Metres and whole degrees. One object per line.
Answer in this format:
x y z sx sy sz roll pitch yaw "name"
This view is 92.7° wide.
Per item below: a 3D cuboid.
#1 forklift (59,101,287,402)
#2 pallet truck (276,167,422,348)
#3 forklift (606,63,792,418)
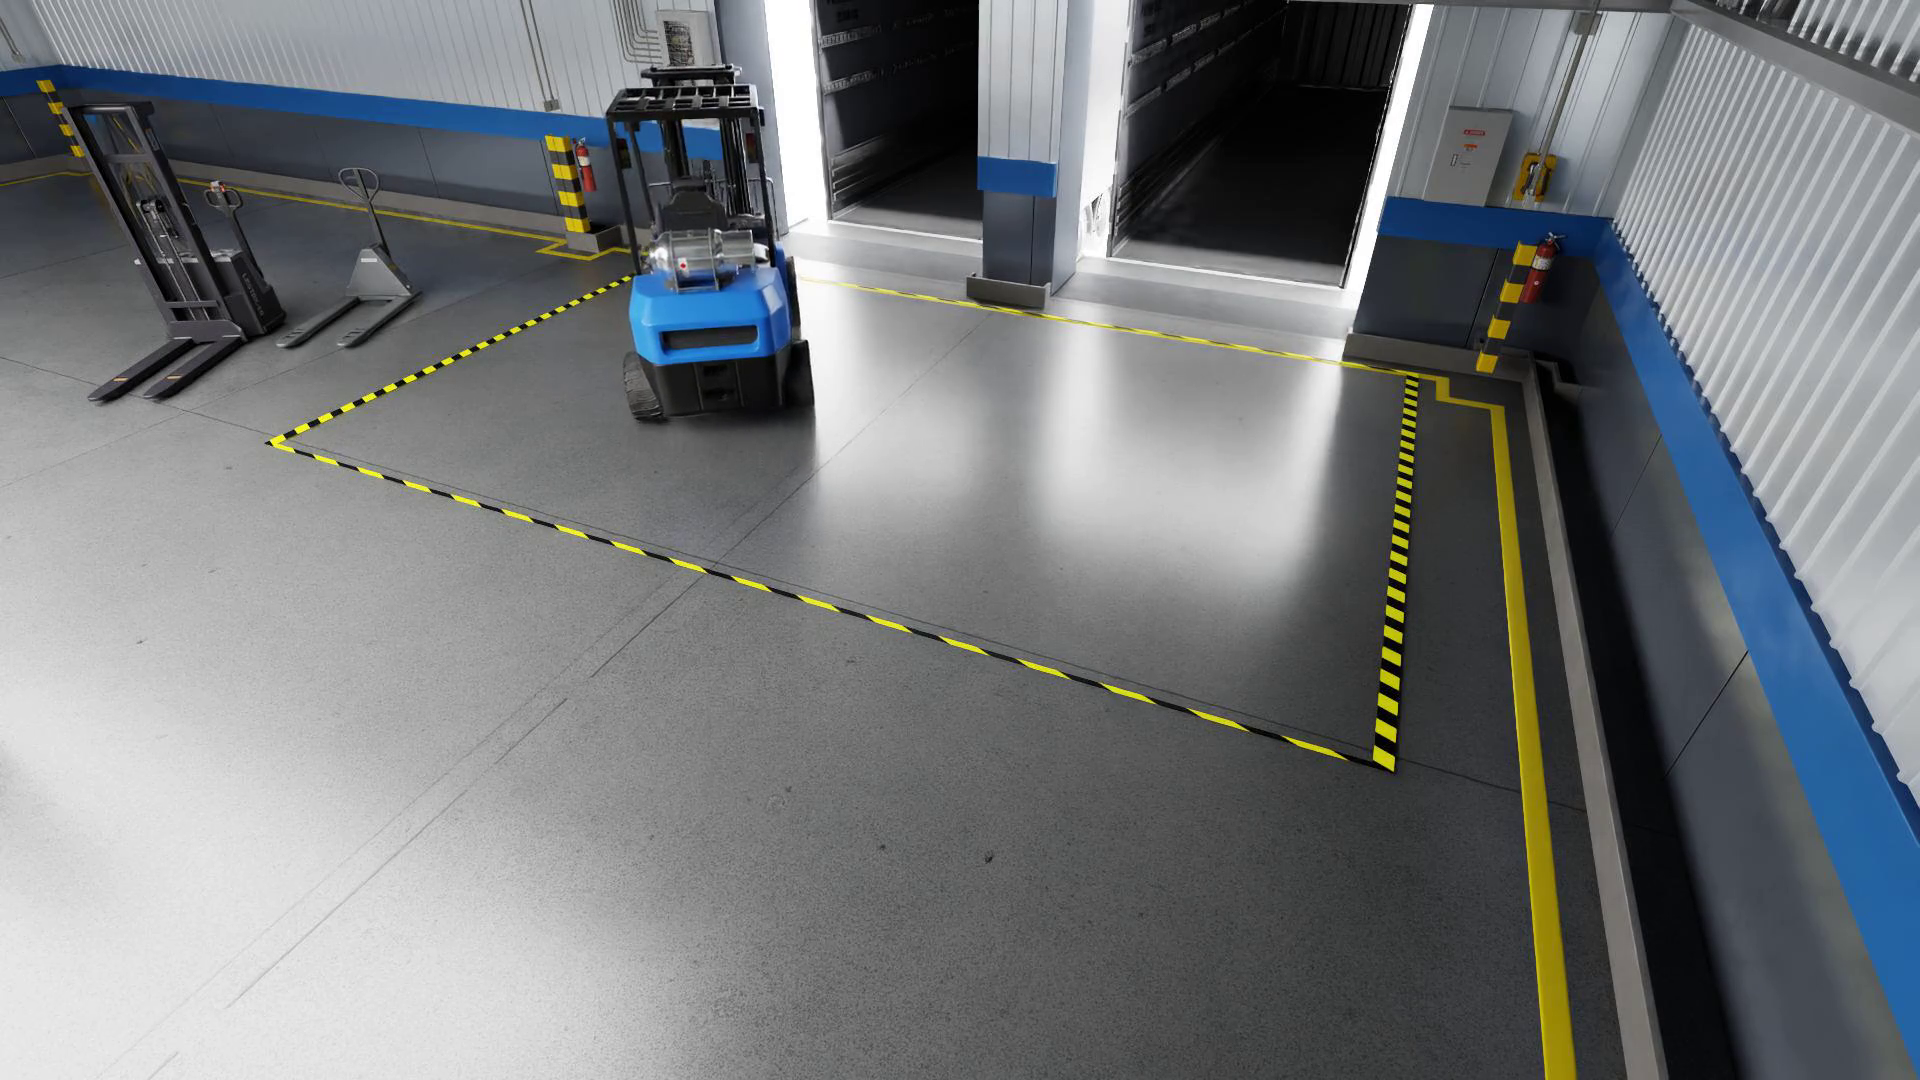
-6.686 -2.387 7.434 0.823 1.965 1.885 -3 35 -5 "forklift"
-5.732 -2.611 8.414 0.680 1.201 1.601 -1 35 -1 "pallet truck"
-1.992 -2.455 7.219 1.157 2.036 2.680 -6 35 -9 "forklift"
